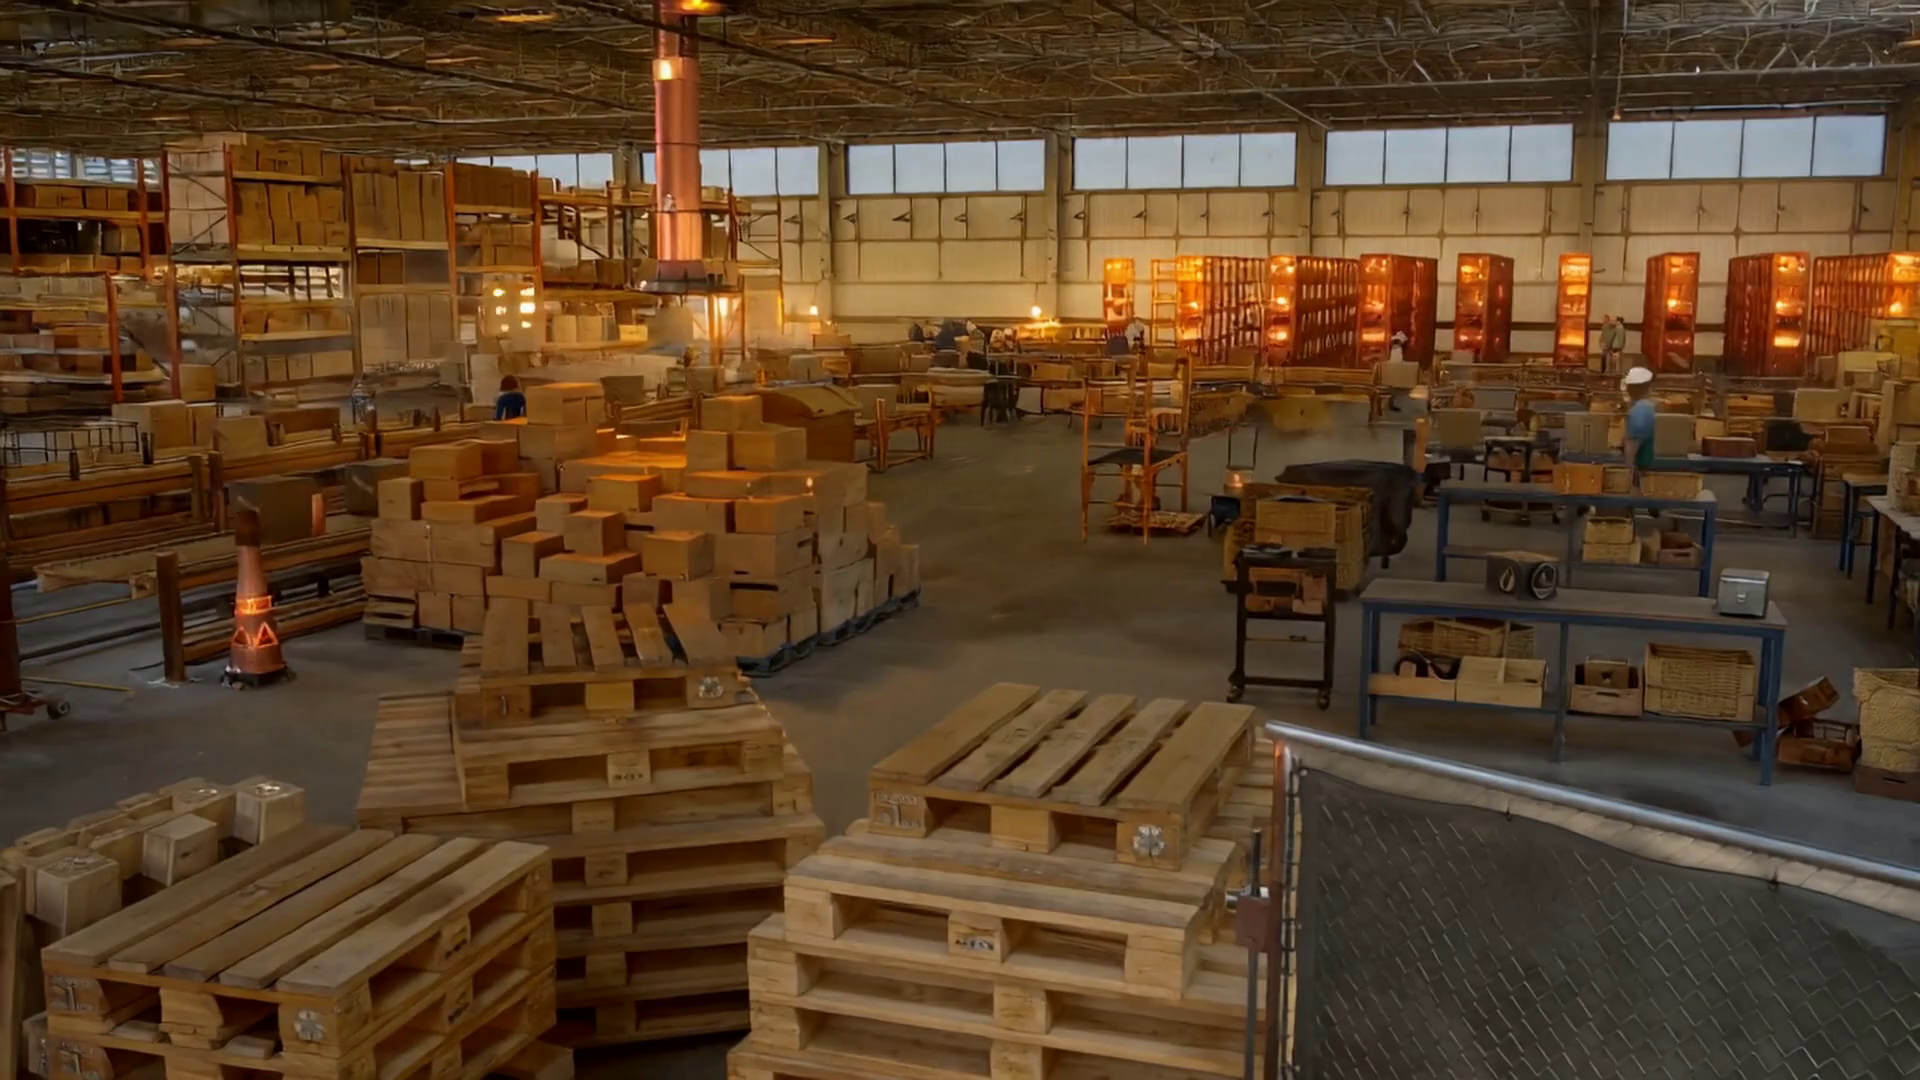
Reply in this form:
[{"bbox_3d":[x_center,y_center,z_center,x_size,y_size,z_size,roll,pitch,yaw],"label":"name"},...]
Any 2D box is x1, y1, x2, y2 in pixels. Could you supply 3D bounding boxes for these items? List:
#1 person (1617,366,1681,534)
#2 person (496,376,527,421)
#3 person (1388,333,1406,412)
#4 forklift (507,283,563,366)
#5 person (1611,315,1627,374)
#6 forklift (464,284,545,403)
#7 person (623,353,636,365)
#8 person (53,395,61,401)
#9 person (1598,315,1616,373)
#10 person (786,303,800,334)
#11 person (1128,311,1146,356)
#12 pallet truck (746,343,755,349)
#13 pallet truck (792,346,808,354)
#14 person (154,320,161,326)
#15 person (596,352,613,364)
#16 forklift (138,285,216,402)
[{"bbox_3d":[7.685,-0.938,18.676,0.757,2.024,0.611,5,10,27],"label":"person"},{"bbox_3d":[-6.302,-1.497,23.425,0.279,1.624,0.494,7,11,36],"label":"person"},{"bbox_3d":[9.710,-3.722,36.952,0.329,1.765,0.533,2,9,14],"label":"person"},{"bbox_3d":[-11.458,-5.406,44.033,1.129,2.768,1.873,3,10,20],"label":"forklift"},{"bbox_3d":[20.154,-5.970,50.854,0.403,1.833,0.590,3,9,16],"label":"person"},{"bbox_3d":[-10.832,-4.702,39.610,1.129,2.768,1.873,3,10,20],"label":"forklift"},{"bbox_3d":[-10.474,-6.182,52.443,0.553,1.737,0.739,3,10,20],"label":"person"},{"bbox_3d":[-22.196,-4.160,40.081,0.870,1.650,0.591,-5,11,-31],"label":"person"},{"bbox_3d":[19.624,-5.913,50.453,0.375,1.843,0.575,-4,10,-24],"label":"person"},{"bbox_3d":[-6.635,-8.415,65.929,1.057,1.932,0.625,3,10,21],"label":"person"},{"bbox_3d":[5.441,-6.078,51.179,0.616,1.942,0.408,-5,10,-27],"label":"person"},{"bbox_3d":[-6.183,-4.618,44.264,1.601,1.201,0.680,-9,12,-43],"label":"pallet truck"},{"bbox_3d":[-3.705,-4.298,42.022,0.653,1.274,1.630,3,10,20],"label":"pallet truck"},{"bbox_3d":[-19.659,-4.413,40.771,0.579,1.926,0.387,5,10,29],"label":"person"},{"bbox_3d":[-10.410,-5.575,48.809,0.551,1.685,0.393,-1,9,-6],"label":"person"},{"bbox_3d":[-17.480,-4.200,36.461,1.873,2.768,1.129,3,10,19],"label":"forklift"}]
